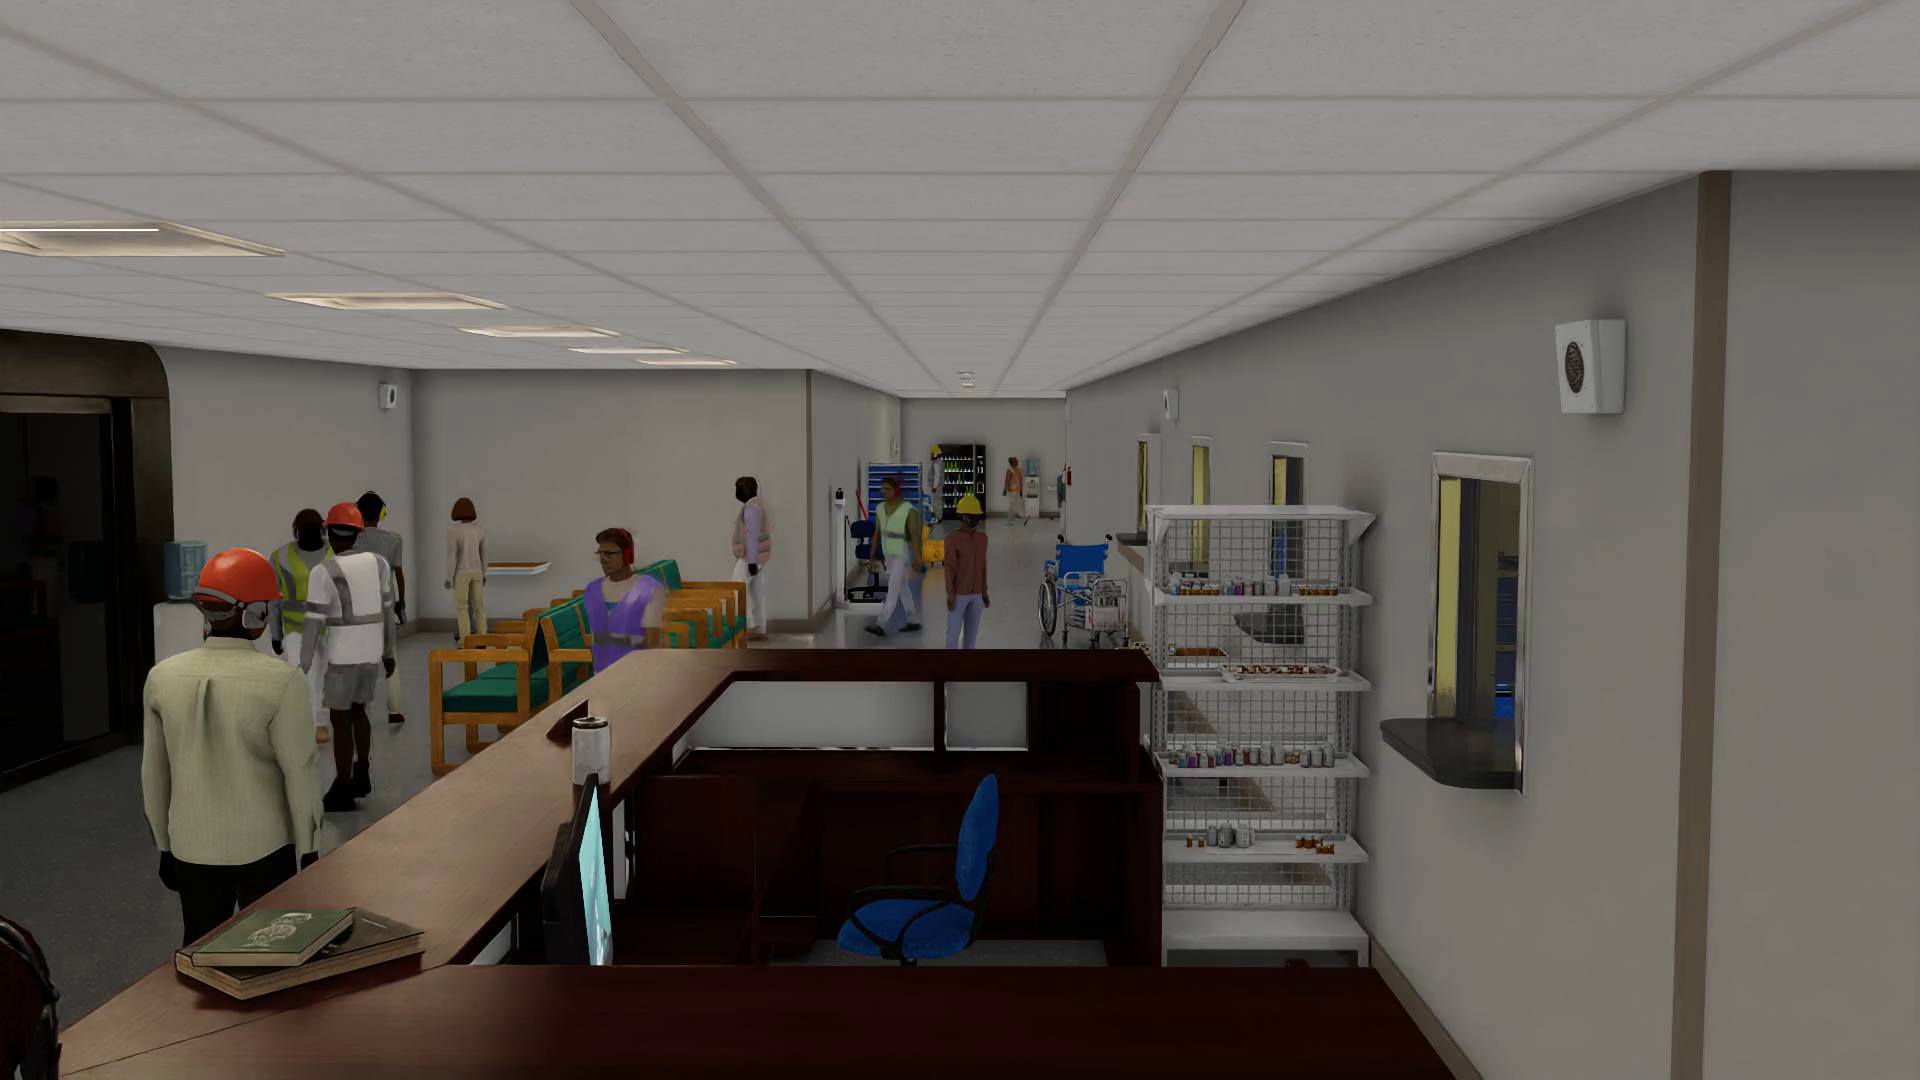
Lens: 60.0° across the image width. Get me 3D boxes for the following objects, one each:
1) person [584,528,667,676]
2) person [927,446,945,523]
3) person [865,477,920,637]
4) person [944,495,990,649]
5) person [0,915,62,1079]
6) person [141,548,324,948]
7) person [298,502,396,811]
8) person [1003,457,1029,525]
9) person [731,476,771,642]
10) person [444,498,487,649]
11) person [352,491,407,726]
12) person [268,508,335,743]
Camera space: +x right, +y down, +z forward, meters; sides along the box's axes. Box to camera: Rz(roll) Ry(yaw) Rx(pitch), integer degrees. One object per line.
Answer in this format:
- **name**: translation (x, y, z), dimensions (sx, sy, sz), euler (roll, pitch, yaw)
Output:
- **person**: translation (-1.961, 0.831, 9.622), dimensions (0.570, 1.813, 0.847), euler (2, 4, 24)
- **person**: translation (-0.567, -1.300, 39.358), dimensions (0.403, 1.835, 0.586), euler (1, 4, 9)
- **person**: translation (-0.770, 0.184, 18.826), dimensions (0.978, 1.787, 0.587), euler (-4, 6, -44)
- **person**: translation (0.071, 0.483, 14.804), dimensions (0.526, 1.769, 0.328), euler (-4, 6, -45)
- **person**: translation (-1.195, 1.363, 2.009), dimensions (0.625, 1.838, 0.430), euler (-2, 5, -29)
- **person**: translation (-2.439, 1.022, 5.640), dimensions (0.622, 1.992, 0.395), euler (1, 4, 10)
- **person**: translation (-3.834, 0.724, 10.369), dimensions (0.404, 1.913, 0.650), euler (2, 5, 29)
- **person**: translation (1.306, -1.124, 38.418), dimensions (0.705, 1.611, 0.515), euler (3, 5, 33)
- **person**: translation (-2.337, 0.212, 18.196), dimensions (0.539, 1.822, 0.664), euler (0, 4, 0)
- **person**: translation (-5.101, 0.378, 17.191), dimensions (0.264, 1.632, 0.507), euler (3, 5, 35)
- **person**: translation (-4.650, 0.548, 13.168), dimensions (0.515, 1.873, 0.329), euler (-2, 4, -21)
- **person**: translation (-4.738, 0.659, 12.217), dimensions (0.631, 1.796, 0.940), euler (-2, 5, -29)
